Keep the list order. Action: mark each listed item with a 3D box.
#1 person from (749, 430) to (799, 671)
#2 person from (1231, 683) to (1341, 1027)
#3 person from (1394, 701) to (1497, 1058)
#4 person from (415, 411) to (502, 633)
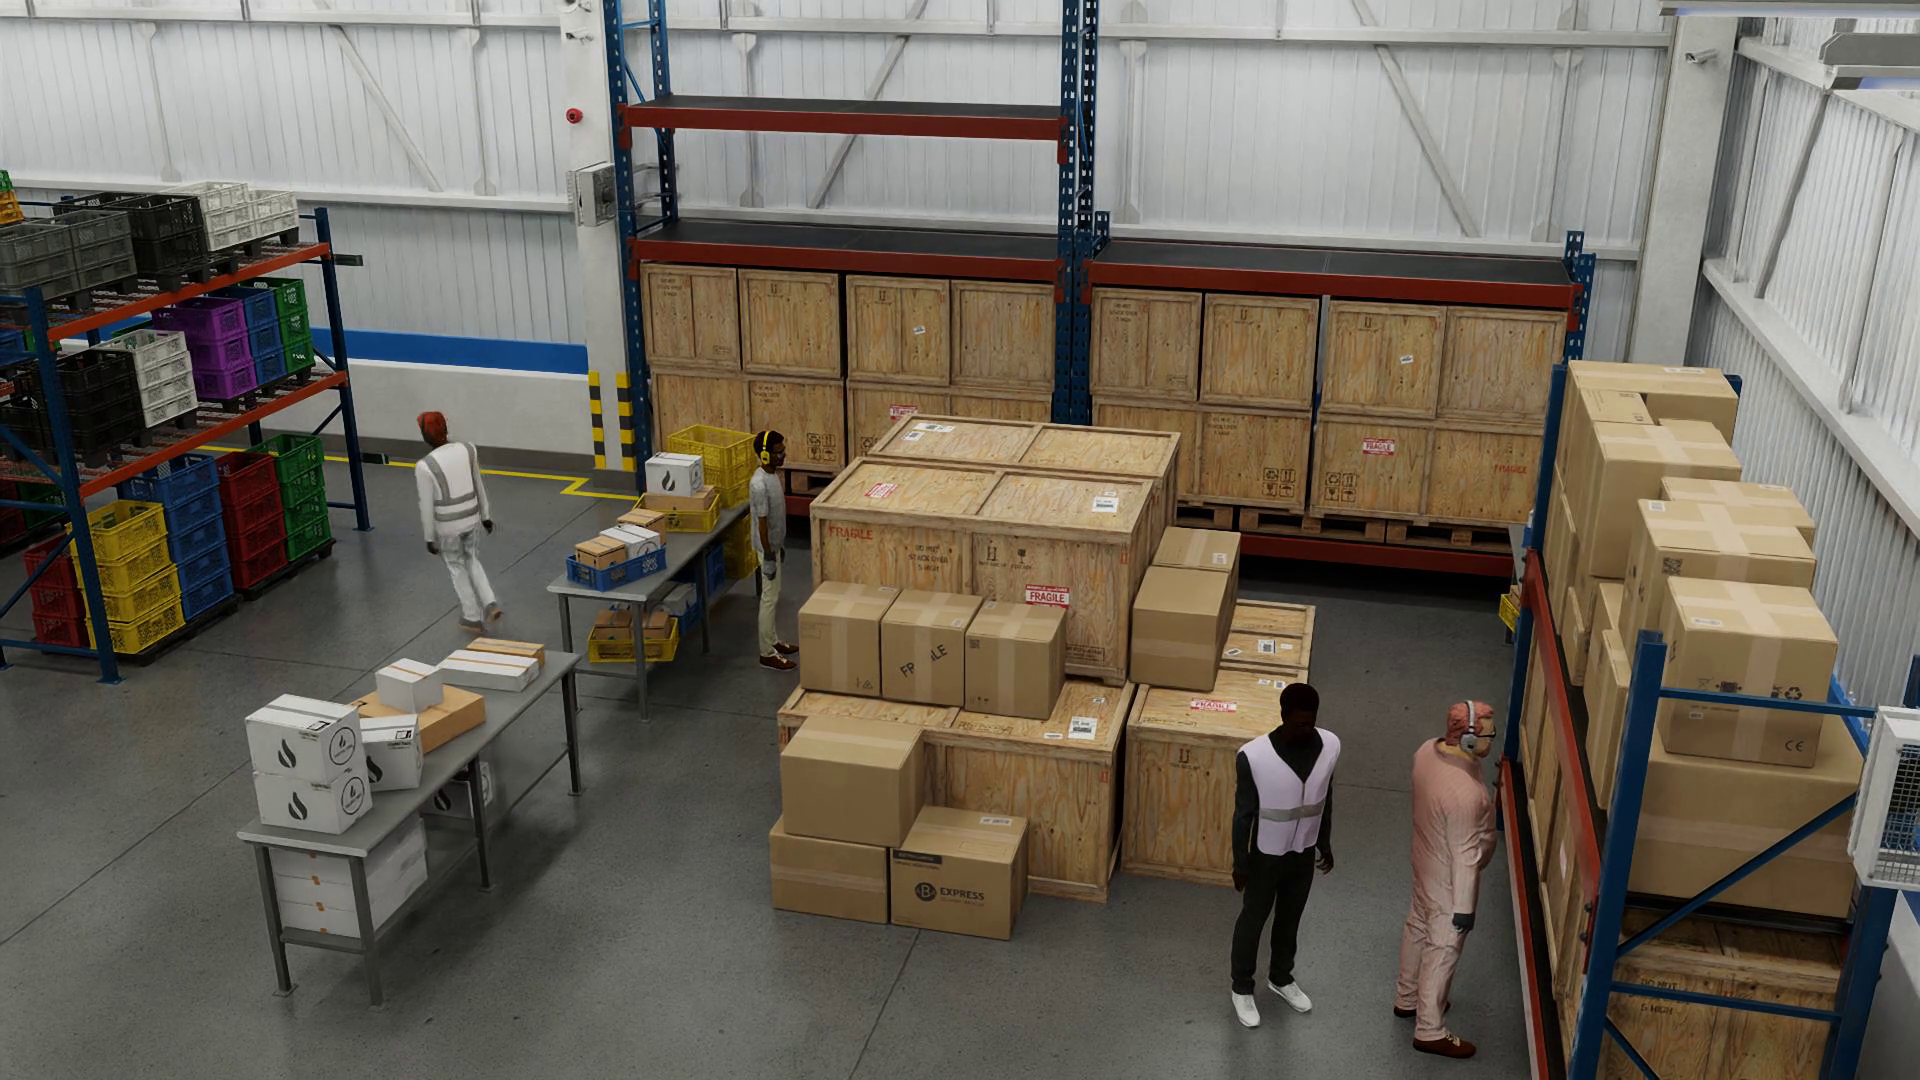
[{"bbox_3d":[-1.414,0.066,12.619,0.325,1.866,0.524,0,21,0],"label":"person"},{"bbox_3d":[1.653,1.585,8.574,0.597,1.914,0.370,-9,23,-22],"label":"person"},{"bbox_3d":[2.469,1.673,8.356,0.405,1.906,0.652,-1,21,-3],"label":"person"},{"bbox_3d":[-3.978,-0.126,13.115,0.422,1.865,0.610,14,25,32],"label":"person"}]
